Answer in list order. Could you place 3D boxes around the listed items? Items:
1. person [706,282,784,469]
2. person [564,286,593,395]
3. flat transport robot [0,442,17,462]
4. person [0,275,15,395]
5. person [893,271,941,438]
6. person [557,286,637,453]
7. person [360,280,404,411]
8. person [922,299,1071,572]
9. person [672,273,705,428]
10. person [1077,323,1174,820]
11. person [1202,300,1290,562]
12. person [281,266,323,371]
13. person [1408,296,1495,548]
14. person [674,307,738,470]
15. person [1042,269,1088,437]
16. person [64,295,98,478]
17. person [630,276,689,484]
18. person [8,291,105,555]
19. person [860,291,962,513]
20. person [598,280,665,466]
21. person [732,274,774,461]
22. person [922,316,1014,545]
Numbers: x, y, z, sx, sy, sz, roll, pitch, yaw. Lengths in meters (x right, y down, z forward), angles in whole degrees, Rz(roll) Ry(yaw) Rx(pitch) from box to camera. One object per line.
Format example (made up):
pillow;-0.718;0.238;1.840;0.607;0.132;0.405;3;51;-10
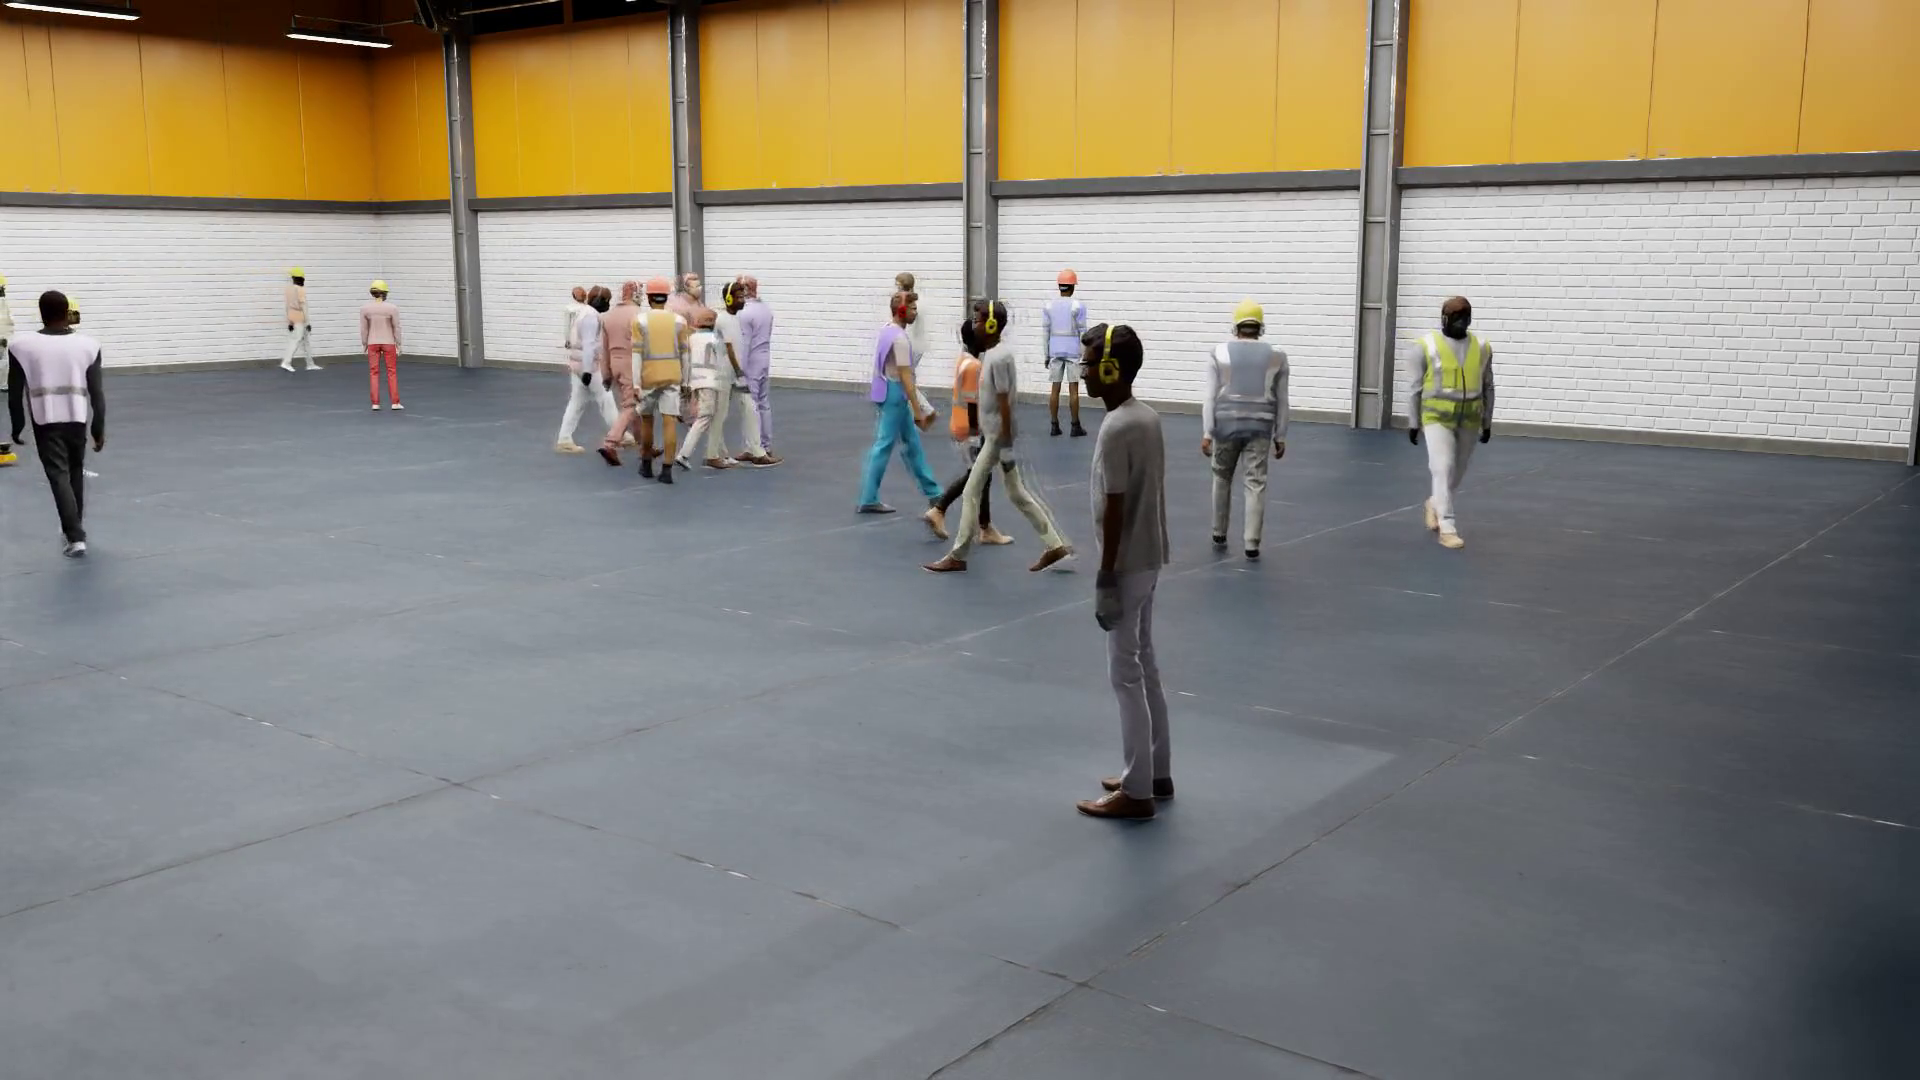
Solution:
person;-2.129;-1.590;16.259;0.875;1.833;0.512;2;10;13
person;-5.684;-2.980;24.952;0.509;1.629;0.314;-7;12;-35
flat transport robot;-10.275;-0.879;16.665;1.431;0.197;0.652;3;10;19
person;-14.389;-3.055;24.819;0.507;1.818;0.598;-9;13;-42
person;-0.555;-2.125;19.120;0.497;1.923;0.643;1;10;5
person;-3.881;-1.809;17.703;0.924;1.776;0.666;-4;10;-21
person;-7.835;-2.634;22.541;0.528;1.765;0.327;-1;10;-4
person;0.280;-0.676;10.976;0.967;1.832;0.539;1;10;4
person;-3.283;-2.279;20.124;0.529;1.886;0.671;2;10;11
person;0.616;0.119;6.261;0.359;1.858;0.510;4;11;22
person;1.997;-0.774;11.674;0.603;1.784;0.841;1;10;4
person;-12.027;-4.003;30.189;0.742;1.927;0.617;-10;14;-44
person;3.596;-0.889;12.249;0.632;1.818;0.837;-1;10;-7
person;-2.535;-1.487;16.364;0.534;1.596;0.824;9;13;42
person;1.231;-2.168;19.324;0.542;1.939;0.369;4;11;24
person;-8.342;-1.430;15.609;0.370;1.728;0.511;-1;10;-4
person;-2.823;-1.502;15.553;0.563;1.897;0.897;-4;11;-22
person;-6.422;-0.842;11.875;0.590;1.864;1.052;-9;13;-41
person;-0.399;-1.110;13.533;0.927;1.798;0.601;-1;10;-9
person;-3.368;-1.689;16.824;0.646;1.871;0.933;8;13;40
person;-2.157;-1.763;17.067;0.403;1.904;0.651;3;10;19
person;0.048;-0.790;12.047;0.626;1.678;0.547;-1;10;-4
